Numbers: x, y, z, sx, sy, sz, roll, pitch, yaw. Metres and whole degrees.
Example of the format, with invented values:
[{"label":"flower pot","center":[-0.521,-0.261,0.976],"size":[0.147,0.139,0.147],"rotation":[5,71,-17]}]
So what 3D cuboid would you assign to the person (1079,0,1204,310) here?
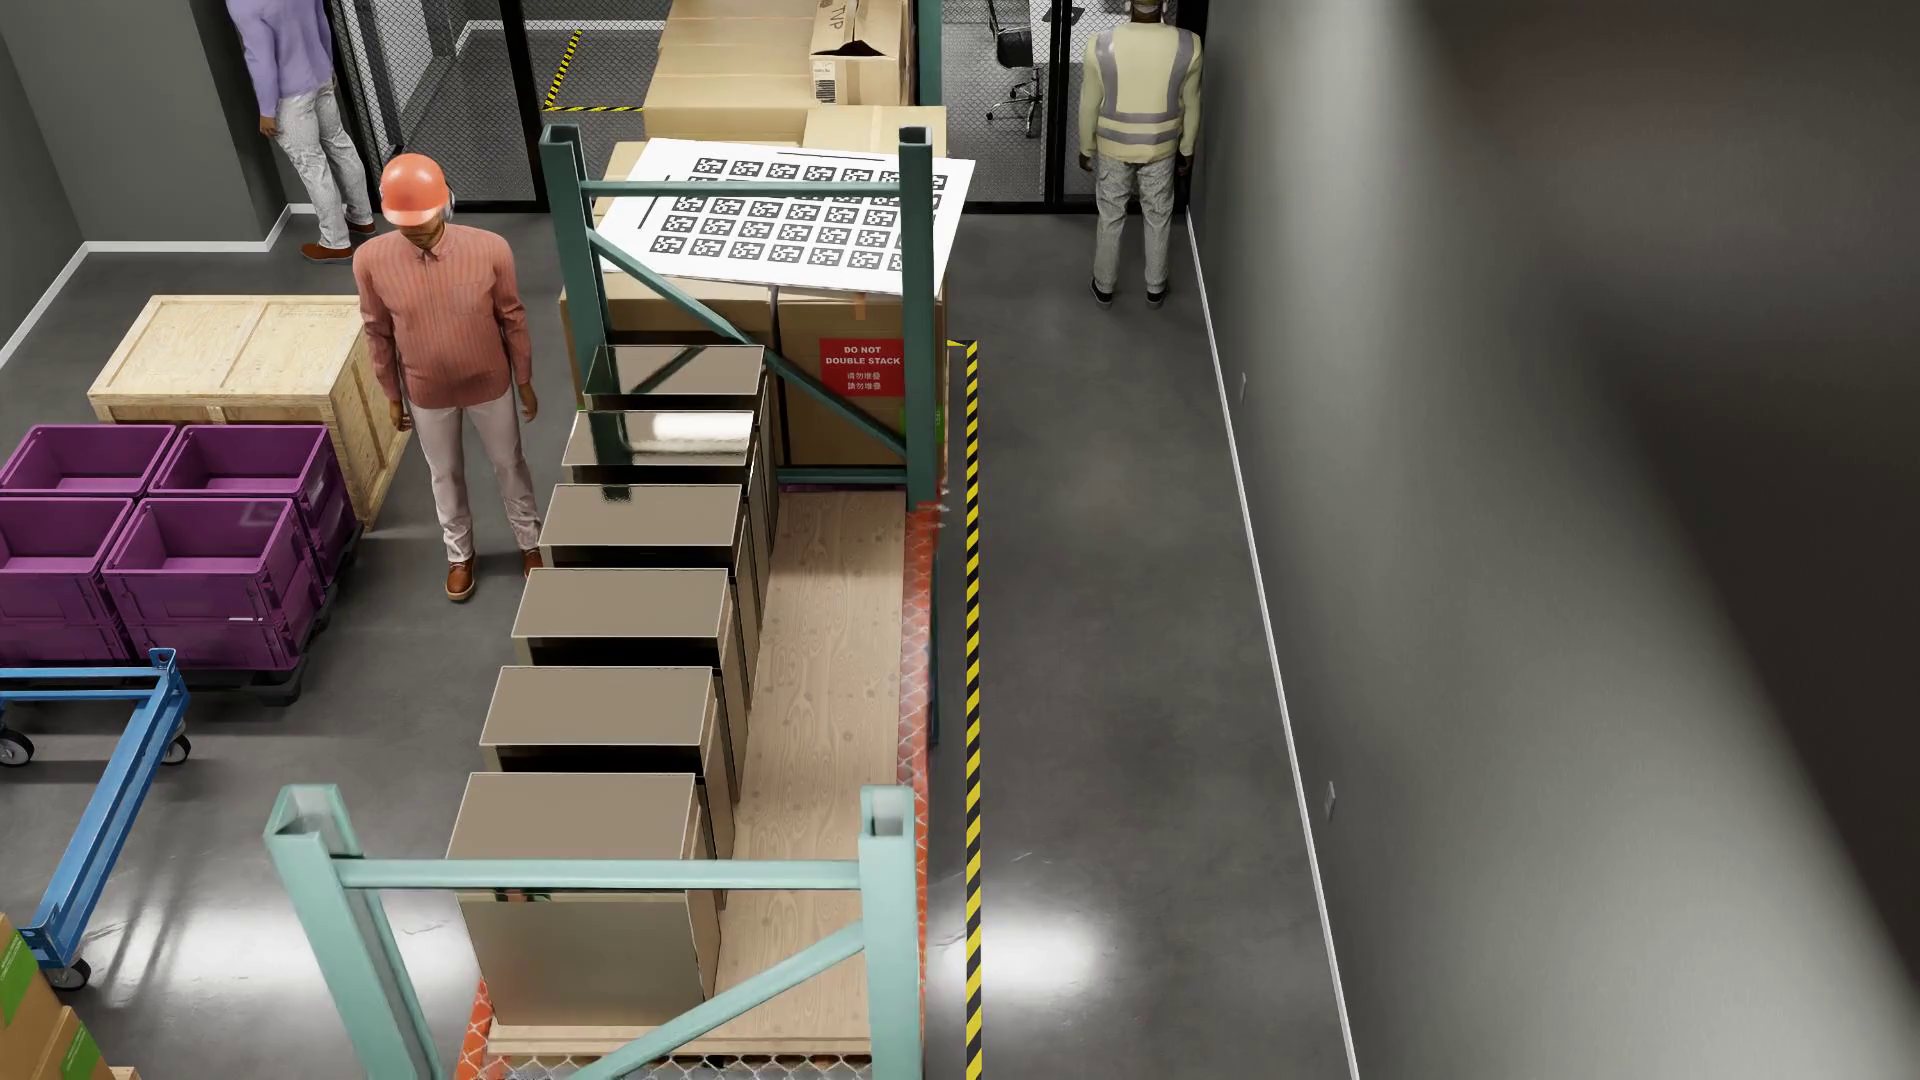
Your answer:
[{"label":"person","center":[0.880,-1.982,8.234],"size":[0.600,1.827,0.404],"rotation":[1,41,2]}]

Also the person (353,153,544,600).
[{"label":"person","center":[-1.975,-0.618,6.552],"size":[0.608,1.993,0.379],"rotation":[-9,42,-10]}]

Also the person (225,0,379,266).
[{"label":"person","center":[-3.411,-2.338,8.559],"size":[0.352,1.937,0.635],"rotation":[11,42,12]}]
